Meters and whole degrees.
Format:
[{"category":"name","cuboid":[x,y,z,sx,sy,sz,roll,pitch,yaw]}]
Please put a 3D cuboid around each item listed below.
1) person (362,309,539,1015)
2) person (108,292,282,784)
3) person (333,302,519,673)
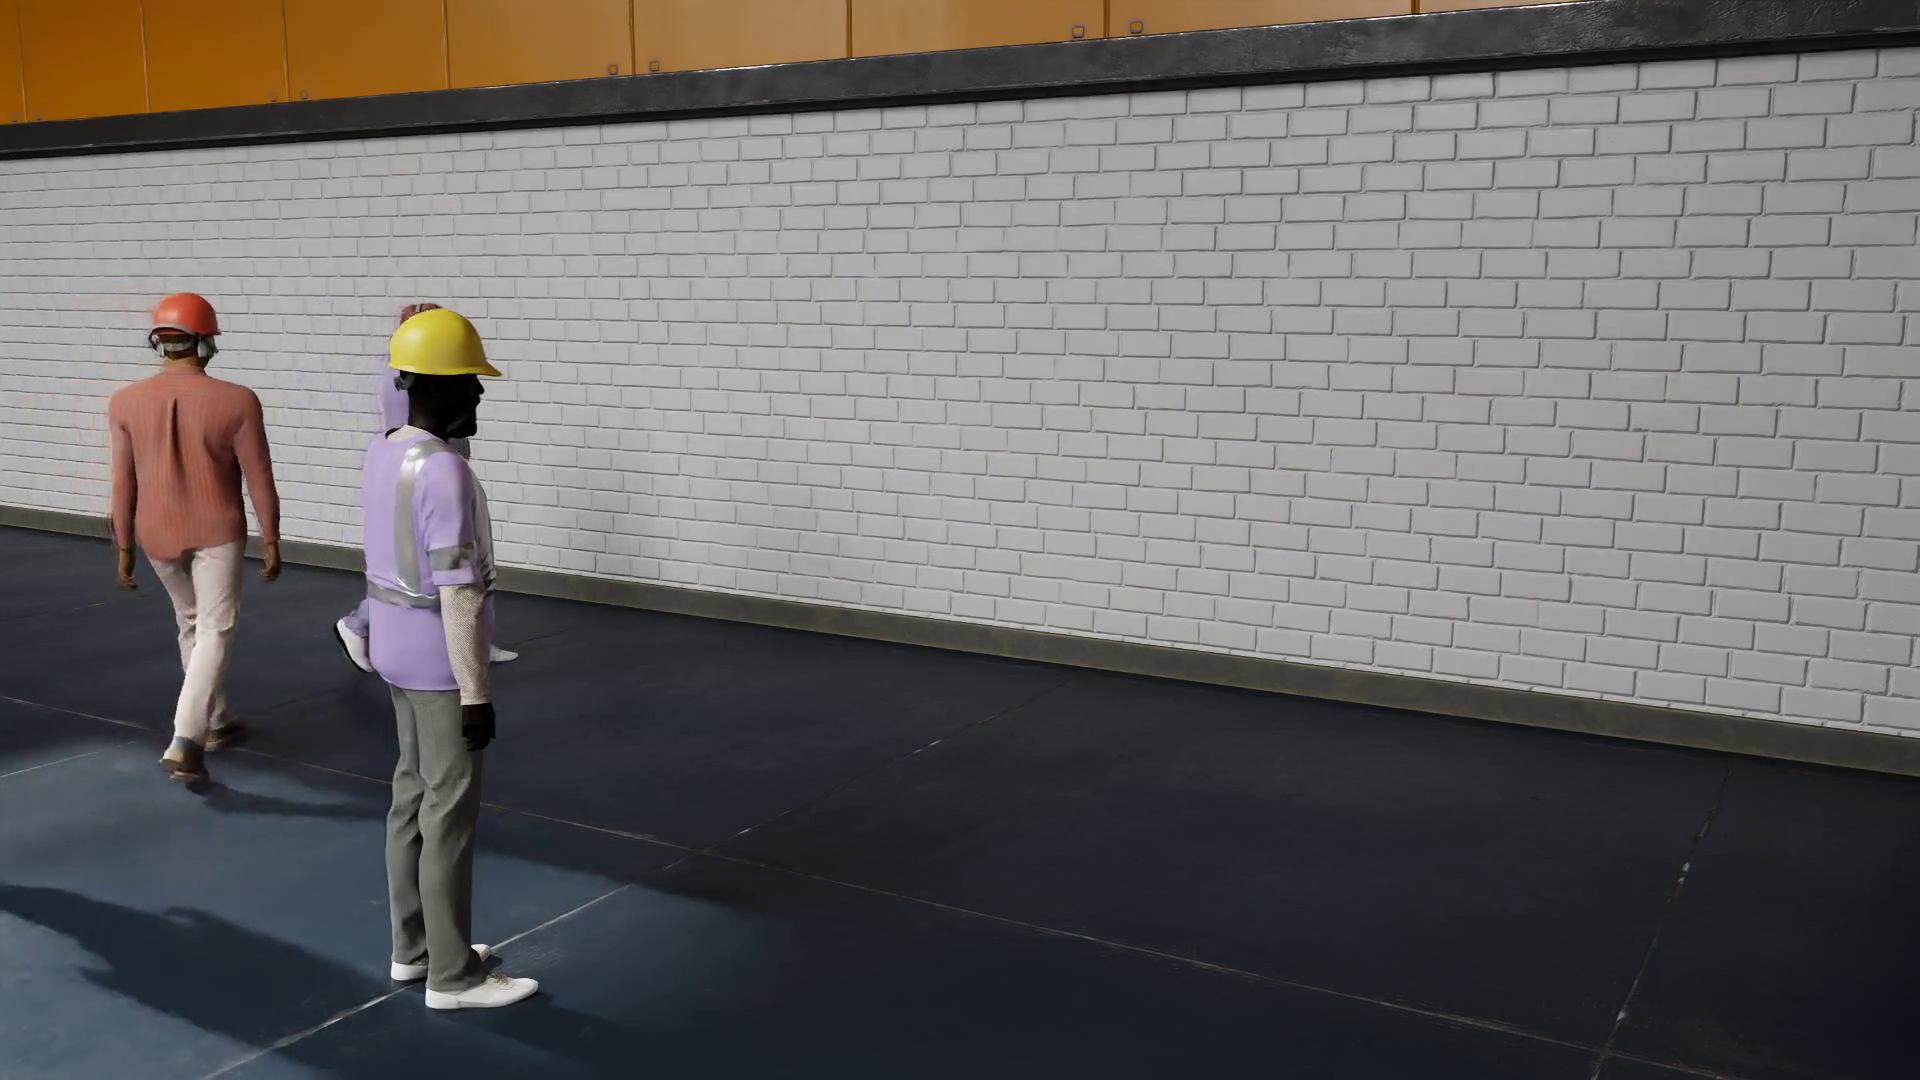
[{"category":"person","cuboid":[-1.425,0.332,4.599,0.375,1.925,0.595,-7,11,-37]},{"category":"person","cuboid":[-3.106,-0.020,6.733,0.636,1.959,0.984,0,9,-3]},{"category":"person","cuboid":[-2.738,-0.259,8.438,0.824,1.883,0.663,-1,9,-9]}]
